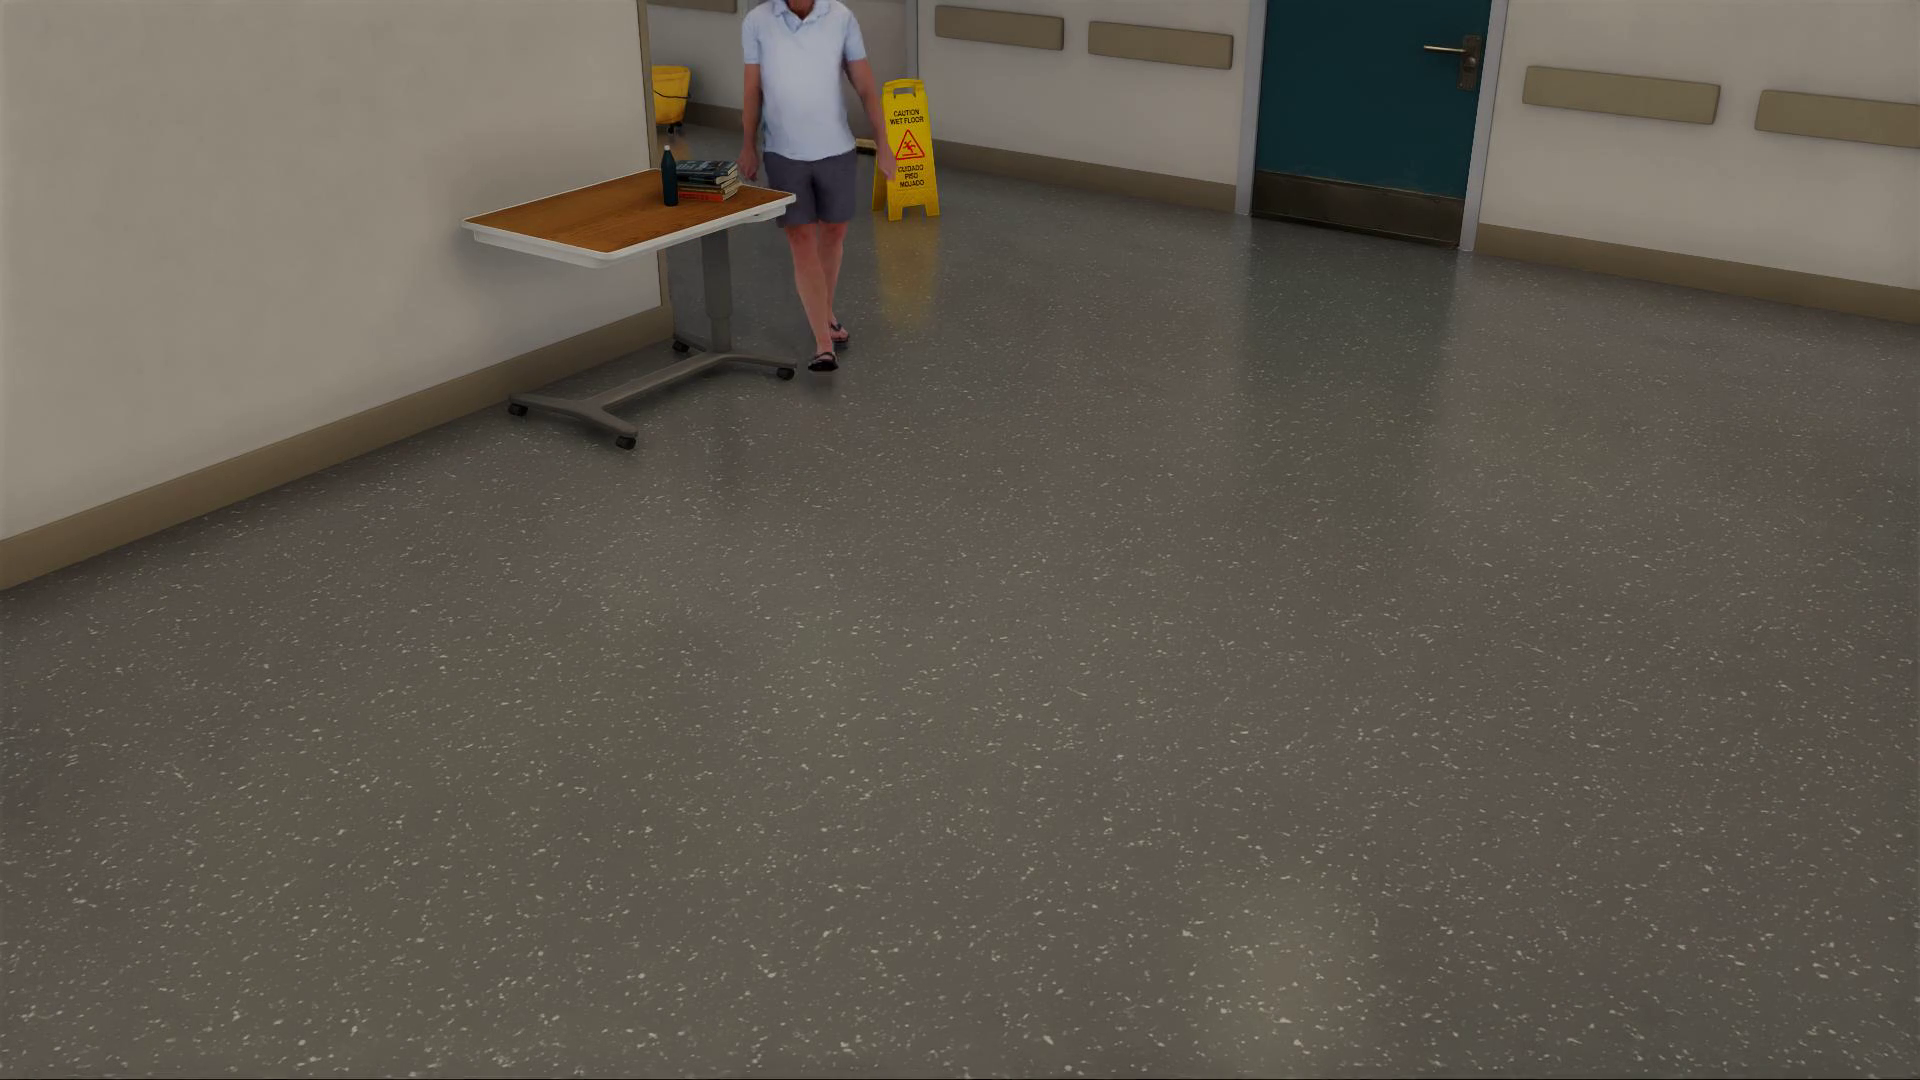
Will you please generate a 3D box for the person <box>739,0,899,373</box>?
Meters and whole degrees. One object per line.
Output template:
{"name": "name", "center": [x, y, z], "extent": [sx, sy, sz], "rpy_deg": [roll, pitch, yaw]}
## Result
{"name": "person", "center": [-0.649, -1.651, 7.091], "extent": [1.212, 1.784, 1.279], "rpy_deg": [-6, 26, -13]}
